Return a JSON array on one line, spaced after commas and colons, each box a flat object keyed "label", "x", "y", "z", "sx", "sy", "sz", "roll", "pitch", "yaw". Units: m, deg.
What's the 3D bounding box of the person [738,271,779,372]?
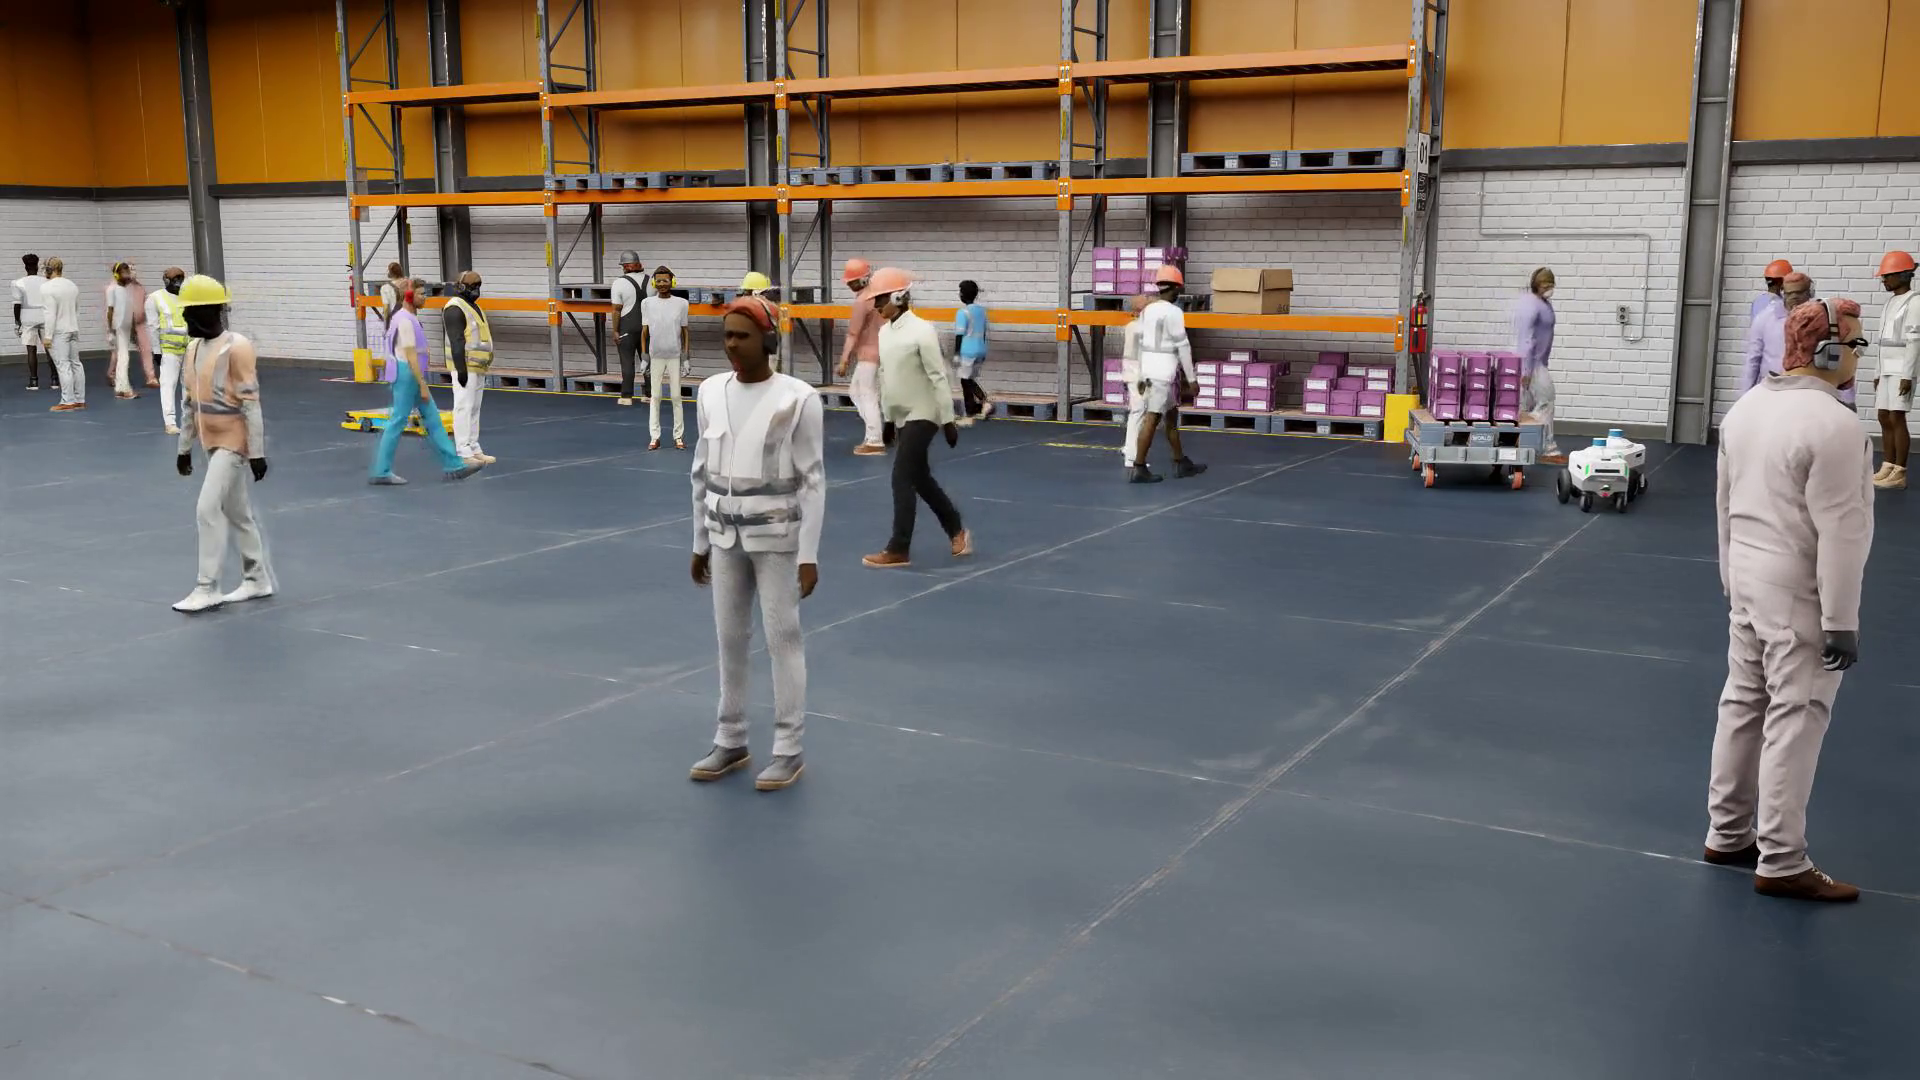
[{"label": "person", "x": -1.907, "y": -1.685, "z": 16.133, "sx": 0.508, "sy": 1.822, "sz": 0.607, "roll": -2, "pitch": 10, "yaw": -9}]

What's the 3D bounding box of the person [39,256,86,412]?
[{"label": "person", "x": -11.264, "y": -2.572, "z": 20.849, "sx": 0.372, "sy": 1.939, "sz": 0.629, "roll": 1, "pitch": 10, "yaw": 6}]

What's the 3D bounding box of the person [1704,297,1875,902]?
[{"label": "person", "x": 2.689, "y": 0.184, "z": 5.333, "sx": 0.405, "sy": 1.906, "sz": 0.653, "roll": -1, "pitch": 10, "yaw": -5}]

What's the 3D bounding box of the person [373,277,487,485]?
[{"label": "person", "x": -4.659, "y": -1.363, "z": 14.397, "sx": 0.978, "sy": 1.789, "sz": 0.593, "roll": -2, "pitch": 10, "yaw": -11}]

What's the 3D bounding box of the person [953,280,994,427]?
[{"label": "person", "x": 0.121, "y": -2.128, "z": 19.022, "sx": 0.394, "sy": 1.683, "sz": 0.551, "roll": 6, "pitch": 12, "yaw": 32}]

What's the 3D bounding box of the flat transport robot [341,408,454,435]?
[{"label": "flat transport robot", "x": -6.168, "y": -1.341, "z": 18.595, "sx": 1.431, "sy": 0.197, "sz": 0.652, "roll": 6, "pitch": 11, "yaw": 29}]

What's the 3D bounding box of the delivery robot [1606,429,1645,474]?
[{"label": "delivery robot", "x": 5.401, "y": -0.672, "z": 13.738, "sx": 0.477, "sy": 0.478, "sz": 0.707, "roll": 8, "pitch": 13, "yaw": 36}]

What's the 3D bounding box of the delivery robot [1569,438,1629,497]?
[{"label": "delivery robot", "x": 5.030, "y": -0.560, "z": 13.107, "sx": 0.477, "sy": 0.478, "sz": 0.707, "roll": 2, "pitch": 10, "yaw": 10}]

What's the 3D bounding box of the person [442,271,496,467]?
[{"label": "person", "x": -4.608, "y": -1.606, "z": 15.669, "sx": 0.430, "sy": 1.839, "sz": 0.619, "roll": 0, "pitch": 10, "yaw": 2}]

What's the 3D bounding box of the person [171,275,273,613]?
[{"label": "person", "x": -4.297, "y": -0.539, "z": 9.441, "sx": 0.609, "sy": 1.897, "sz": 0.791, "roll": 9, "pitch": 13, "yaw": 40}]

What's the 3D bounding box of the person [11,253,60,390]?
[{"label": "person", "x": -13.381, "y": -3.161, "z": 24.105, "sx": 0.616, "sy": 1.963, "sz": 0.361, "roll": -9, "pitch": 13, "yaw": -41}]

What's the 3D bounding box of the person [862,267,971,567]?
[{"label": "person", "x": -0.237, "y": -0.803, "z": 10.857, "sx": 0.843, "sy": 1.944, "sz": 0.658, "roll": -5, "pitch": 11, "yaw": -25}]

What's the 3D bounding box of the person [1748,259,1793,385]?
[{"label": "person", "x": 7.918, "y": -1.757, "z": 16.237, "sx": 0.356, "sy": 1.937, "sz": 0.552, "roll": -1, "pitch": 10, "yaw": -3}]

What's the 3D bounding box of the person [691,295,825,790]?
[{"label": "person", "x": -0.788, "y": 0.011, "z": 6.379, "sx": 0.577, "sy": 1.882, "sz": 0.346, "roll": 5, "pitch": 11, "yaw": 27}]

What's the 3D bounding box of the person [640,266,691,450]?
[{"label": "person", "x": -2.996, "y": -1.845, "z": 16.924, "sx": 0.513, "sy": 1.872, "sz": 0.328, "roll": -2, "pitch": 10, "yaw": -9}]

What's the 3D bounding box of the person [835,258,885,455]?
[{"label": "person", "x": -0.969, "y": -1.787, "z": 16.379, "sx": 0.498, "sy": 1.951, "sz": 0.651, "roll": 1, "pitch": 10, "yaw": 6}]

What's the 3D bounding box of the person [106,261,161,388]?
[{"label": "person", "x": -12.180, "y": -3.153, "z": 24.358, "sx": 0.959, "sy": 1.866, "sz": 0.641, "roll": 6, "pitch": 12, "yaw": 30}]

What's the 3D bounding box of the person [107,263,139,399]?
[{"label": "person", "x": -11.416, "y": -2.845, "z": 22.705, "sx": 0.526, "sy": 1.839, "sz": 0.590, "roll": 1, "pitch": 10, "yaw": 5}]

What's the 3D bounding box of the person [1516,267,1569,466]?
[{"label": "person", "x": 5.369, "y": -1.645, "z": 15.754, "sx": 0.910, "sy": 1.886, "sz": 0.663, "roll": 6, "pitch": 11, "yaw": 29}]

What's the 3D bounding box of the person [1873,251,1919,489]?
[{"label": "person", "x": 7.979, "y": -1.446, "z": 14.233, "sx": 0.409, "sy": 2.028, "sz": 0.615, "roll": 1, "pitch": 10, "yaw": 5}]

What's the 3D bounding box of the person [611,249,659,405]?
[{"label": "person", "x": -4.294, "y": -2.798, "z": 21.838, "sx": 0.680, "sy": 2.000, "sz": 0.536, "roll": -8, "pitch": 13, "yaw": -39}]

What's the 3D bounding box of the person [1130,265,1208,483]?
[{"label": "person", "x": 1.881, "y": -1.449, "z": 14.607, "sx": 0.925, "sy": 1.889, "sz": 0.584, "roll": -3, "pitch": 11, "yaw": -18}]

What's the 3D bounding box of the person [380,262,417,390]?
[{"label": "person", "x": -8.052, "y": -3.058, "z": 23.889, "sx": 0.507, "sy": 1.838, "sz": 0.351, "roll": -8, "pitch": 13, "yaw": -38}]

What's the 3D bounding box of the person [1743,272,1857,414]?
[{"label": "person", "x": 6.327, "y": -1.070, "z": 12.537, "sx": 0.787, "sy": 1.856, "sz": 0.895, "roll": 5, "pitch": 11, "yaw": 24}]

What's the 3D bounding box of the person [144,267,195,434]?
[{"label": "person", "x": -8.660, "y": -2.100, "z": 18.450, "sx": 0.429, "sy": 1.845, "sz": 0.627, "roll": 7, "pitch": 12, "yaw": 33}]

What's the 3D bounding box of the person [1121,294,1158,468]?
[{"label": "person", "x": 1.693, "y": -1.470, "z": 15.489, "sx": 0.385, "sy": 1.619, "sz": 0.522, "roll": -2, "pitch": 10, "yaw": -13}]
